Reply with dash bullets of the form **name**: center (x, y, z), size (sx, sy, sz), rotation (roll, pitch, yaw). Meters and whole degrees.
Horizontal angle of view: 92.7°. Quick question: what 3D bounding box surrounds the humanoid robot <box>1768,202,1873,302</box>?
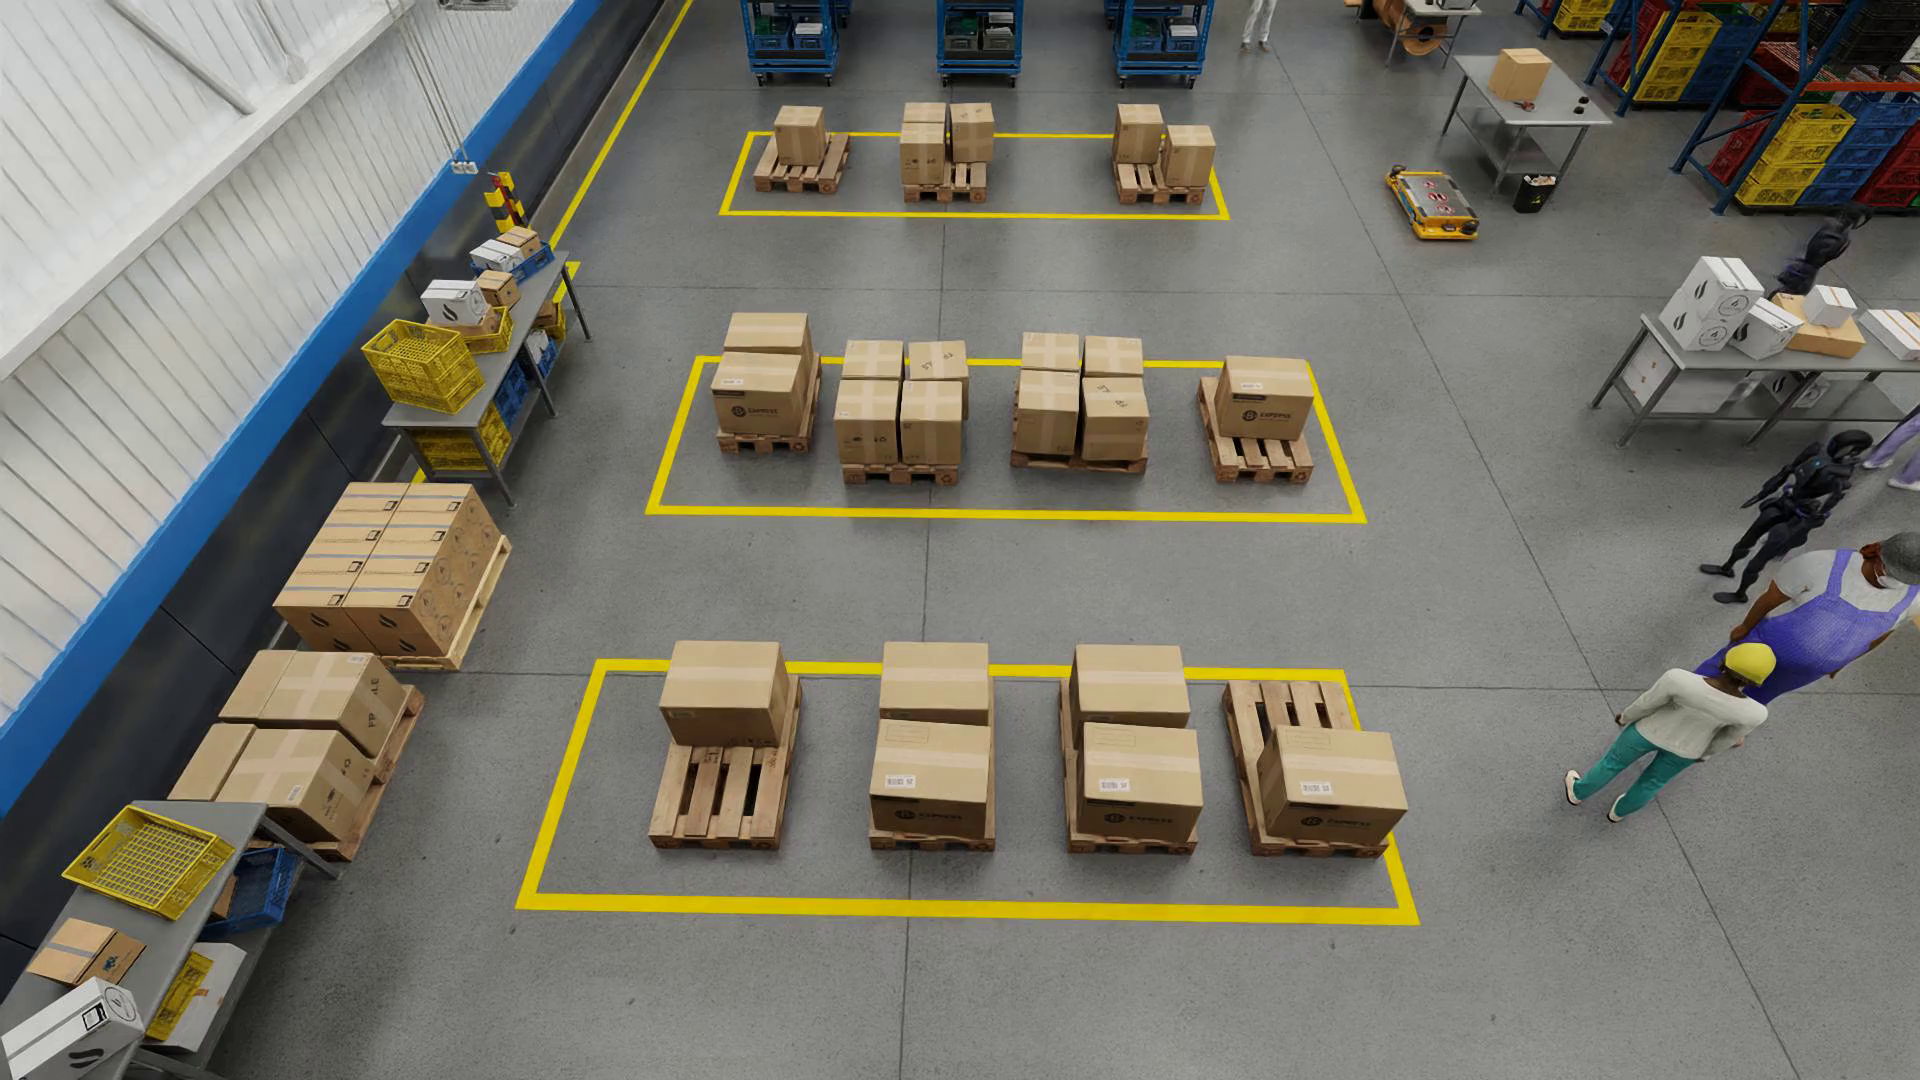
- **humanoid robot**: center (7.966, -2.380, 8.659), size (0.601, 1.645, 0.439), rotation (-30, 56, -24)

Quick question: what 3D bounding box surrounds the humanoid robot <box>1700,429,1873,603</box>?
- **humanoid robot**: center (6.082, -0.176, 6.753), size (0.358, 1.646, 0.576), rotation (6, 49, 5)

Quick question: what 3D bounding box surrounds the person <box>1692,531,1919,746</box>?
- **person**: center (5.321, 0.649, 5.800), size (0.682, 2.000, 0.536), rotation (23, 53, 18)

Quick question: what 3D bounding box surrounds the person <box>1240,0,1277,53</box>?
- **person**: center (4.619, -8.287, 13.647), size (0.573, 1.876, 0.354), rotation (-11, 50, -10)

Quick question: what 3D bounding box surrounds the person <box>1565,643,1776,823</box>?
- **person**: center (4.268, 1.170, 5.529), size (0.522, 1.768, 0.311), rotation (27, 54, 21)

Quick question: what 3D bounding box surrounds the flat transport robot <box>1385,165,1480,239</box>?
- **flat transport robot**: center (5.692, -4.094, 11.059), size (0.652, 0.197, 1.431), rotation (1, 49, 1)

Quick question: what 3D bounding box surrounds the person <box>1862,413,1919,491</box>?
- **person**: center (8.320, -1.208, 7.484), size (0.383, 1.922, 0.592), rotation (-4, 49, -4)
